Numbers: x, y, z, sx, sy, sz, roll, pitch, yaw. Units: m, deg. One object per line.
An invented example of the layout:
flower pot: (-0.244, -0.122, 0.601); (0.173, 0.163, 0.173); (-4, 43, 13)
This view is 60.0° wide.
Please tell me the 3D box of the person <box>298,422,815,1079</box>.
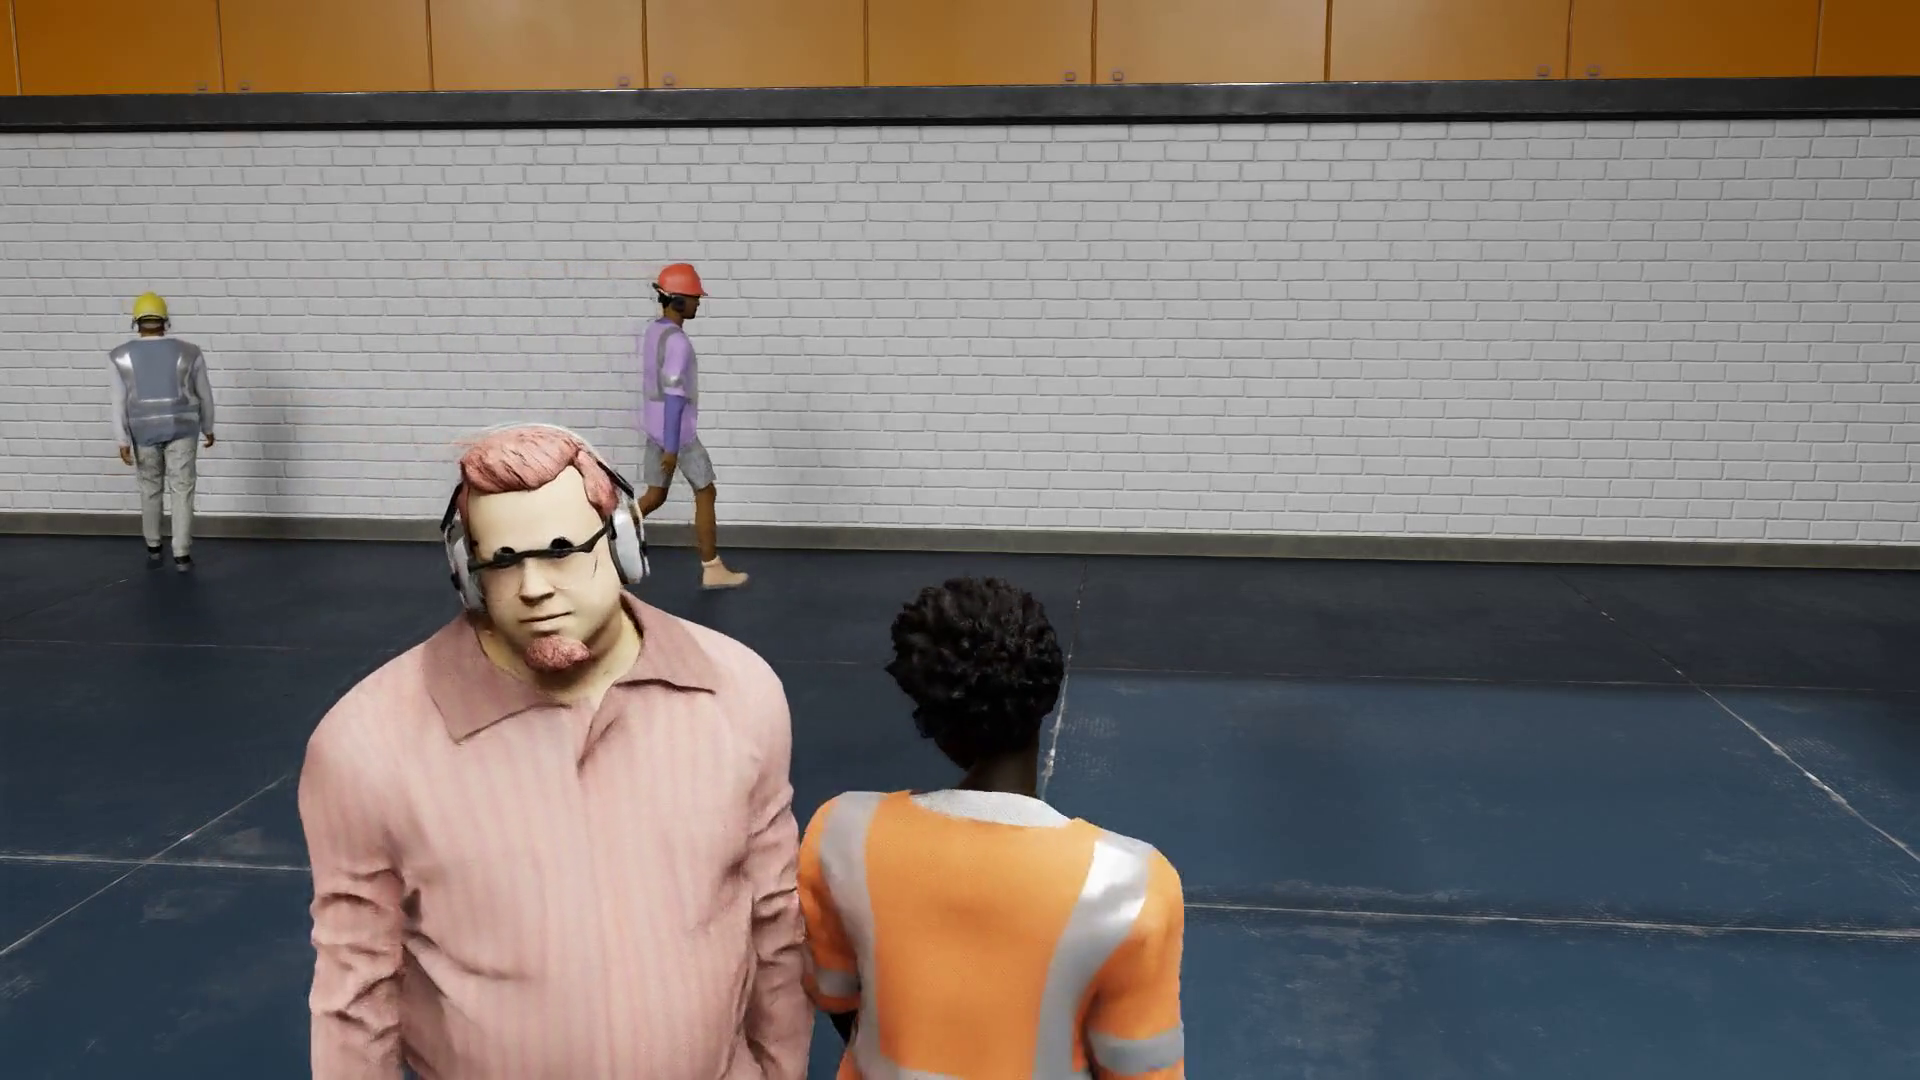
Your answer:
person: (-0.517, 0.761, 2.244); (0.664, 1.876, 0.778); (-5, 11, -27)

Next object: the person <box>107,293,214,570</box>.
person: (-5.244, -0.724, 10.976); (0.596, 1.792, 0.803); (-4, 11, -21)

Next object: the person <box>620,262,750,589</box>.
person: (-1.795, -0.659, 10.000); (0.972, 2.008, 0.610); (-6, 11, -30)

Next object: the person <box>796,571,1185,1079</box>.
person: (0.033, 0.868, 2.195); (0.536, 1.668, 0.565); (3, 10, 17)
